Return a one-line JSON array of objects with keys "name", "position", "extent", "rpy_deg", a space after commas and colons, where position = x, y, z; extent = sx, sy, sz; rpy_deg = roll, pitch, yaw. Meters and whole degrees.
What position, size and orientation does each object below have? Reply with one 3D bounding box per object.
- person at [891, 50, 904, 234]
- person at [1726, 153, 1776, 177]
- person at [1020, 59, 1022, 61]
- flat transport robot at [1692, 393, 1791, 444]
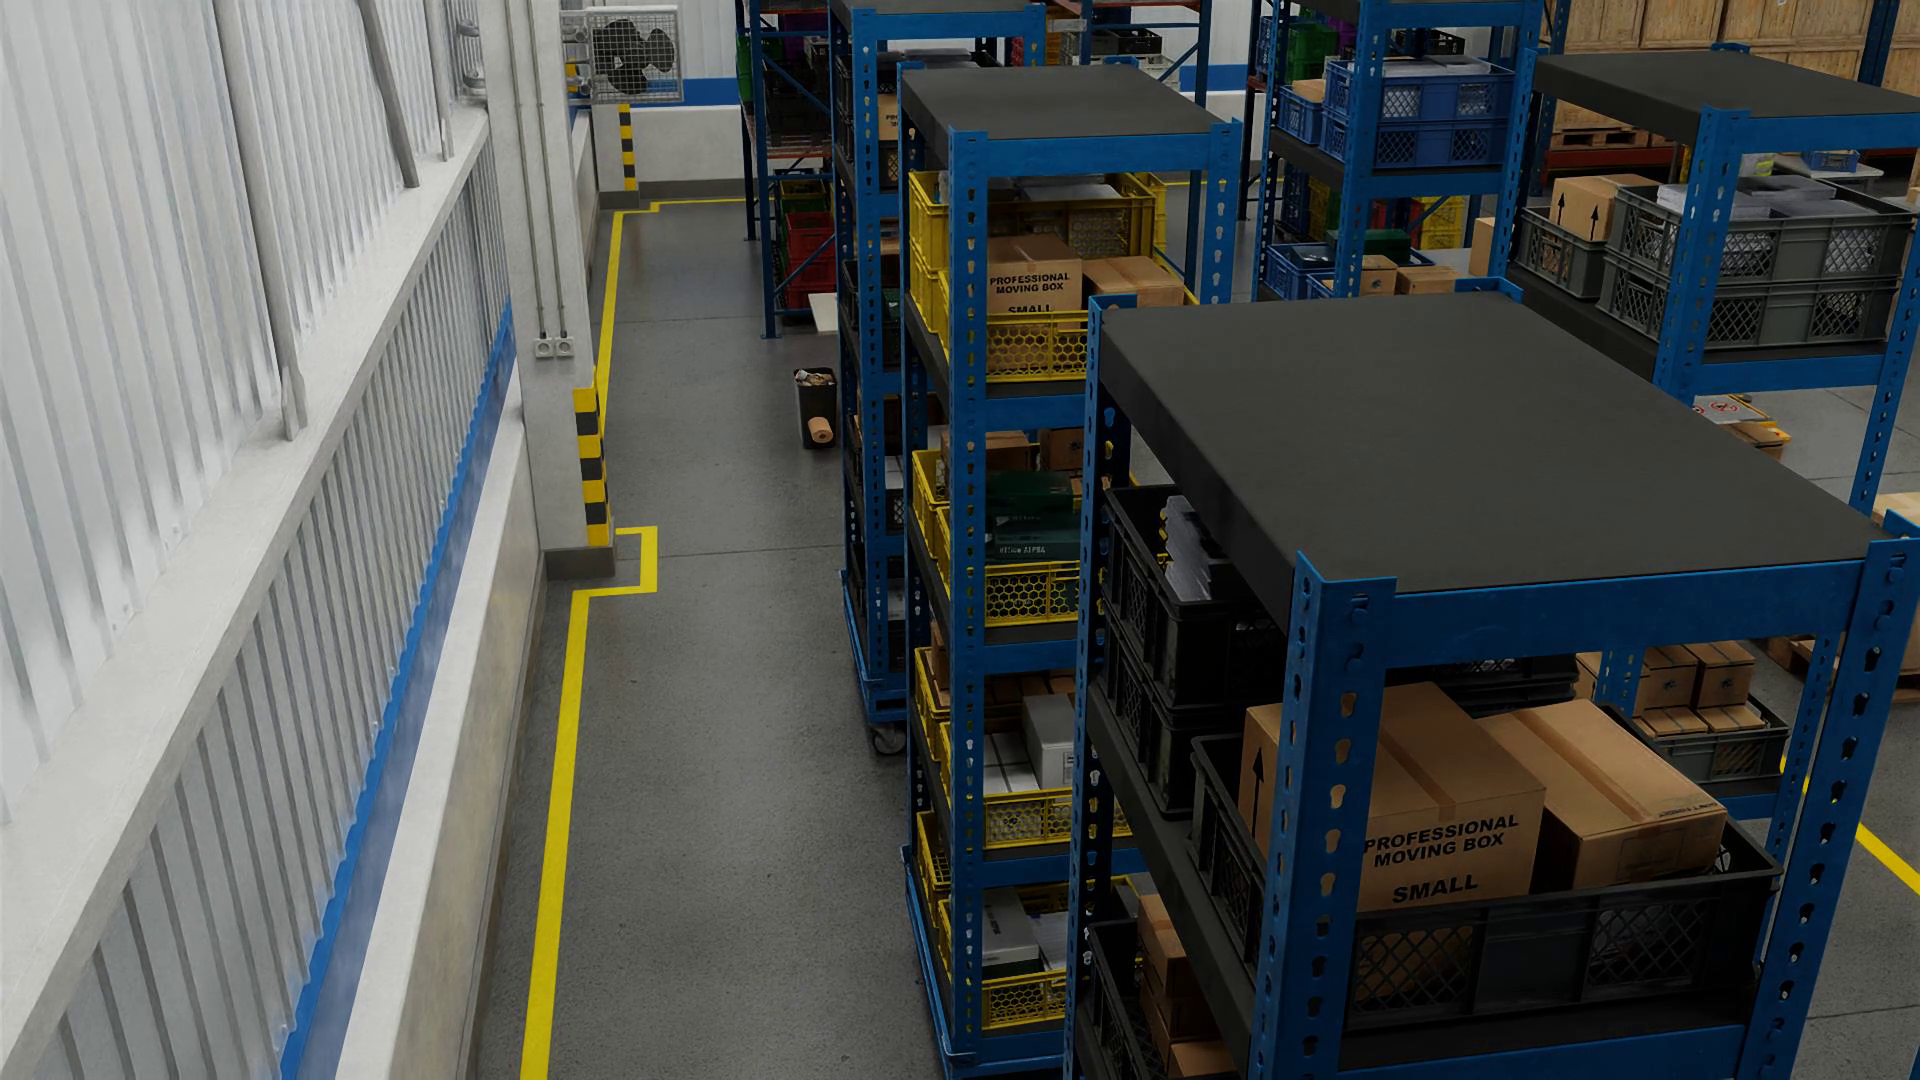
[{"name": "person", "position": [-0.622, -4.132, 17.350], "extent": [0.421, 1.887, 0.585], "rpy_deg": [17, 30, 32]}, {"name": "person", "position": [7.503, -3.446, 15.892], "extent": [0.430, 1.843, 0.625], "rpy_deg": [16, 29, 31]}, {"name": "person", "position": [0.711, -4.418, 17.890], "extent": [0.373, 1.939, 0.628], "rpy_deg": [-7, 26, -15]}, {"name": "flat transport robot", "position": [5.224, -0.859, 12.132], "extent": [1.431, 0.197, 0.652], "rpy_deg": [-4, 25, -8]}]
